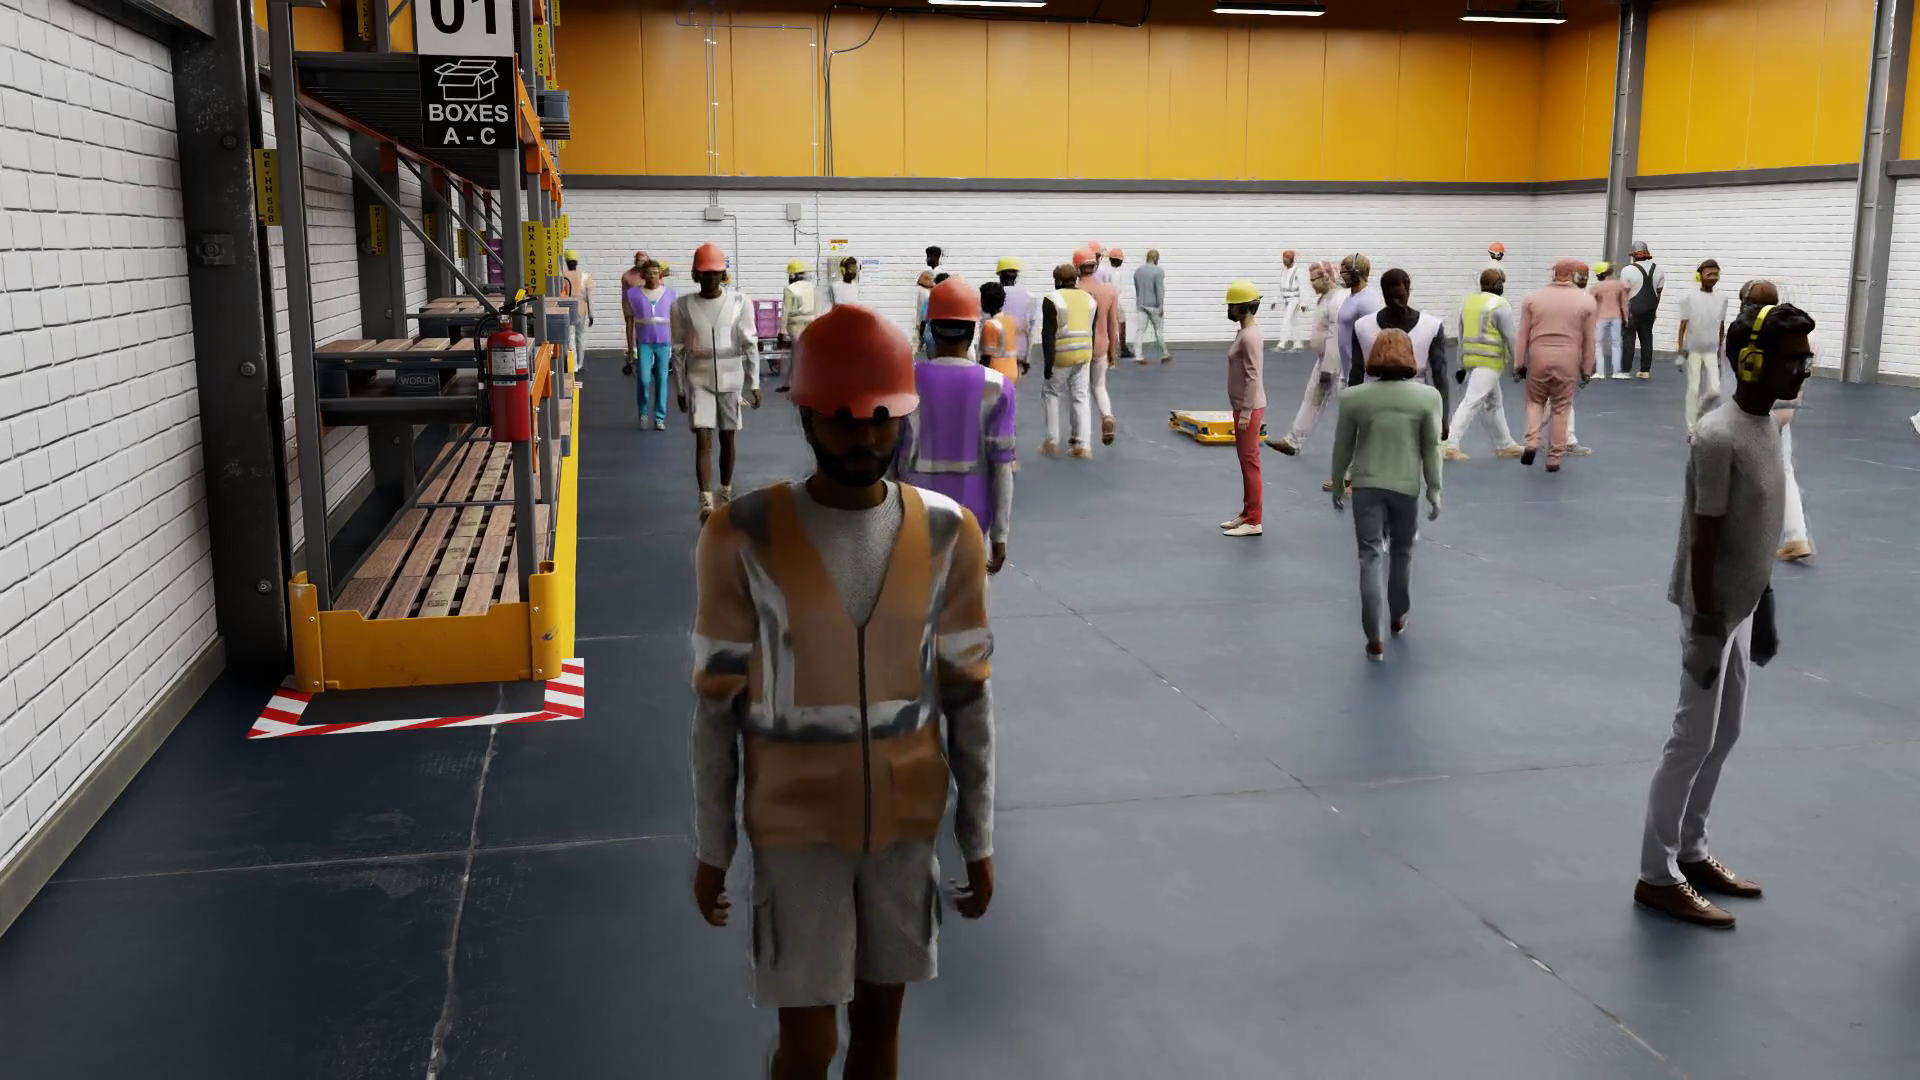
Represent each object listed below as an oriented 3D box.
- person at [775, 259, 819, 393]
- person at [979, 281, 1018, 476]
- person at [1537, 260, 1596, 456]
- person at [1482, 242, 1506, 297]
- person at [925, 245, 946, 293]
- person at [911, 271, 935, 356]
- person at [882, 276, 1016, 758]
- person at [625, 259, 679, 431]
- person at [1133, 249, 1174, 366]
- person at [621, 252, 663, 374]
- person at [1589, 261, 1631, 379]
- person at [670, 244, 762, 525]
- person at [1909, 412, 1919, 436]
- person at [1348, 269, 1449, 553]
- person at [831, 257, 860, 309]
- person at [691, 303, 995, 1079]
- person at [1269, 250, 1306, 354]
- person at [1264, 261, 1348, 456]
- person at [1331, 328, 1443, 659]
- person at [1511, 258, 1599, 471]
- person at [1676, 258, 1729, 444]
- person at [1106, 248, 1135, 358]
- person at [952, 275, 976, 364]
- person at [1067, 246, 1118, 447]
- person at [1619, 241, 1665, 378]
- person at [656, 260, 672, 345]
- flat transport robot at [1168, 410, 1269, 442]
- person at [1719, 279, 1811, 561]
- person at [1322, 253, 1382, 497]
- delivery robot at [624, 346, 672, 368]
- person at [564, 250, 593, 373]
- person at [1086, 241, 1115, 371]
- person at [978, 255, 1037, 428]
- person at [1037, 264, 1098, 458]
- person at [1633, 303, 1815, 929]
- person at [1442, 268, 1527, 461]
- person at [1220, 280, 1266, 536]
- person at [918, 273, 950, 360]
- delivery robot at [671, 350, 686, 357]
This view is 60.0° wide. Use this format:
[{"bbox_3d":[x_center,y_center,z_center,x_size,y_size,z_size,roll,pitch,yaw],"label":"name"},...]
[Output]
[{"bbox_3d":[-2.077,-2.803,21.962,0.934,1.790,0.598,6,12,30],"label":"person"},{"bbox_3d":[0.251,-1.396,14.425,0.608,1.673,0.542,4,11,22],"label":"person"},{"bbox_3d":[5.766,-1.758,15.986,0.577,1.855,0.852,-6,12,-29],"label":"person"},{"bbox_3d":[9.434,-4.260,29.431,0.383,1.996,0.609,-2,10,-9],"label":"person"},{"bbox_3d":[-0.397,-3.596,25.872,0.417,1.951,0.649,1,10,8],"label":"person"},{"bbox_3d":[-0.481,-3.129,24.280,0.850,1.580,0.518,-2,10,-12],"label":"person"},{"bbox_3d":[-0.047,-0.099,6.660,0.540,1.903,0.964,-1,10,-4],"label":"person"},{"bbox_3d":[-3.265,-2.072,17.770,0.563,1.828,0.498,-3,11,-16],"label":"person"},{"bbox_3d":[3.151,-3.782,27.139,0.687,1.870,0.982,9,14,42],"label":"person"},{"bbox_3d":[-4.839,-3.454,25.386,0.632,1.853,0.967,-2,10,-11],"label":"person"},{"bbox_3d":[9.563,-3.216,24.416,0.678,1.728,0.297,1,10,5],"label":"person"},{"bbox_3d":[-1.758,-1.113,11.996,0.631,1.994,1.035,-2,10,-10],"label":"person"},{"bbox_3d":[9.879,-1.774,16.662,0.413,1.624,0.536,6,12,32],"label":"person"},{"bbox_3d":[2.897,-0.860,11.005,0.662,1.851,1.040,3,11,18],"label":"person"},{"bbox_3d":[-1.324,-2.541,20.389,0.966,1.824,0.511,9,14,41],"label":"person"},{"bbox_3d":[-0.200,0.529,3.093,0.568,1.923,0.400,-4,11,-19],"label":"person"},{"bbox_3d":[5.850,-4.266,29.898,0.886,1.839,0.583,-4,11,-20],"label":"person"},{"bbox_3d":[3.356,-1.642,15.371,1.002,1.833,0.715,0,10,-1],"label":"person"},{"bbox_3d":[2.124,-0.254,8.310,0.526,1.593,0.799,2,10,13],"label":"person"},{"bbox_3d":[5.255,-1.543,14.714,0.687,1.877,0.426,5,11,24],"label":"person"},{"bbox_3d":[7.339,-1.853,16.483,0.519,1.854,0.434,0,10,1],"label":"person"},{"bbox_3d":[2.598,-4.093,28.761,0.926,1.909,0.542,-4,11,-21],"label":"person"},{"bbox_3d":[0.027,-2.651,21.654,0.575,1.588,0.574,-8,13,-37],"label":"person"},{"bbox_3d":[1.250,-1.860,16.178,0.628,1.980,0.652,-3,11,-16],"label":"person"},{"bbox_3d":[9.968,-3.401,24.552,0.679,2.000,0.537,-2,10,-12],"label":"person"},{"bbox_3d":[-4.820,-3.662,26.890,0.365,1.720,0.492,1,10,6],"label":"person"},{"bbox_3d":[2.651,-1.186,17.182,0.652,0.197,1.431,-1,10,-8],"label":"flat transport robot"},{"bbox_3d":[5.142,-0.772,10.685,0.628,1.799,0.964,-2,10,-12],"label":"person"},{"bbox_3d":[3.151,-1.305,13.228,0.378,1.937,0.628,0,10,-1],"label":"person"},{"bbox_3d":[-4.716,-2.808,25.114,0.477,0.478,0.707,10,14,43],"label":"delivery robot"},{"bbox_3d":[-5.976,-3.522,25.691,0.598,1.874,0.990,-3,11,-18],"label":"person"},{"bbox_3d":[2.024,-3.616,25.828,0.899,2.003,0.632,0,10,3],"label":"person"},{"bbox_3d":[0.477,-1.817,16.188,0.601,1.891,0.606,-3,11,-16],"label":"person"},{"bbox_3d":[0.985,-1.680,15.663,0.658,1.812,0.706,-7,12,-34],"label":"person"},{"bbox_3d":[2.299,0.226,4.981,0.354,1.858,0.509,9,14,41],"label":"person"},{"bbox_3d":[4.866,-1.616,15.396,1.002,1.791,0.630,-2,10,-11],"label":"person"},{"bbox_3d":[1.950,-0.907,11.497,0.325,1.765,0.533,1,10,7],"label":"person"},{"bbox_3d":[-0.213,-2.373,19.938,0.538,1.631,0.859,3,11,18],"label":"person"},{"bbox_3d":[-4.211,-2.902,25.646,0.477,0.478,0.707,6,12,30],"label":"delivery robot"}]
